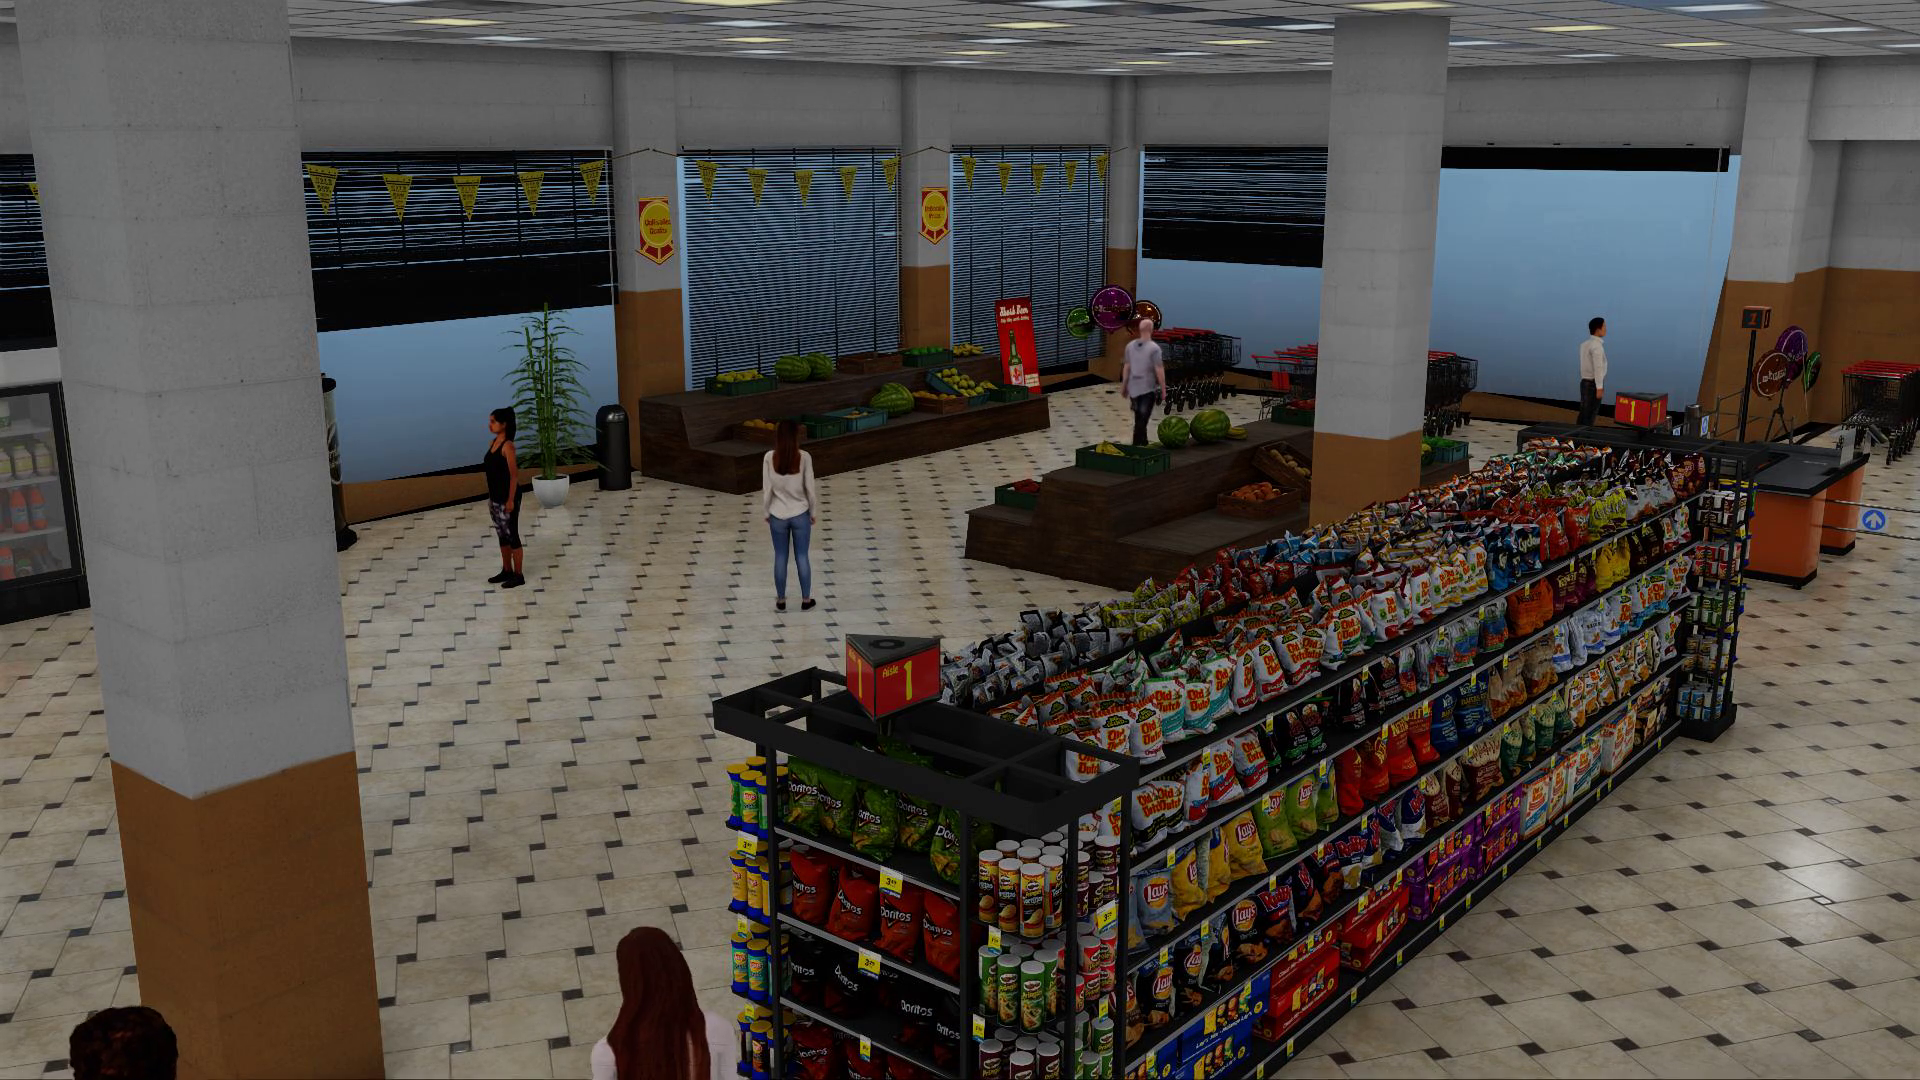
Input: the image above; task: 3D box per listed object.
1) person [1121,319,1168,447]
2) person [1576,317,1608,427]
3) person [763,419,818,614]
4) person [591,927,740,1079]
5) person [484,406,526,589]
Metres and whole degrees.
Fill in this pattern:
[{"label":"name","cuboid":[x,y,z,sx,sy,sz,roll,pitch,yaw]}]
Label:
[{"label":"person","cuboid":[2.242,-1.844,20.900,0.707,1.804,1.038,11,17,37]},{"label":"person","cuboid":[8.084,-1.950,21.318,0.801,1.812,0.720,0,14,0]},{"label":"person","cuboid":[-1.471,-0.214,14.415,0.709,1.691,0.743,0,14,2]},{"label":"person","cuboid":[-0.855,2.040,5.020,0.676,1.741,0.771,-5,15,-21]},{"label":"person","cuboid":[-4.176,-0.404,15.263,0.539,1.661,0.602,-12,18,-41]}]
